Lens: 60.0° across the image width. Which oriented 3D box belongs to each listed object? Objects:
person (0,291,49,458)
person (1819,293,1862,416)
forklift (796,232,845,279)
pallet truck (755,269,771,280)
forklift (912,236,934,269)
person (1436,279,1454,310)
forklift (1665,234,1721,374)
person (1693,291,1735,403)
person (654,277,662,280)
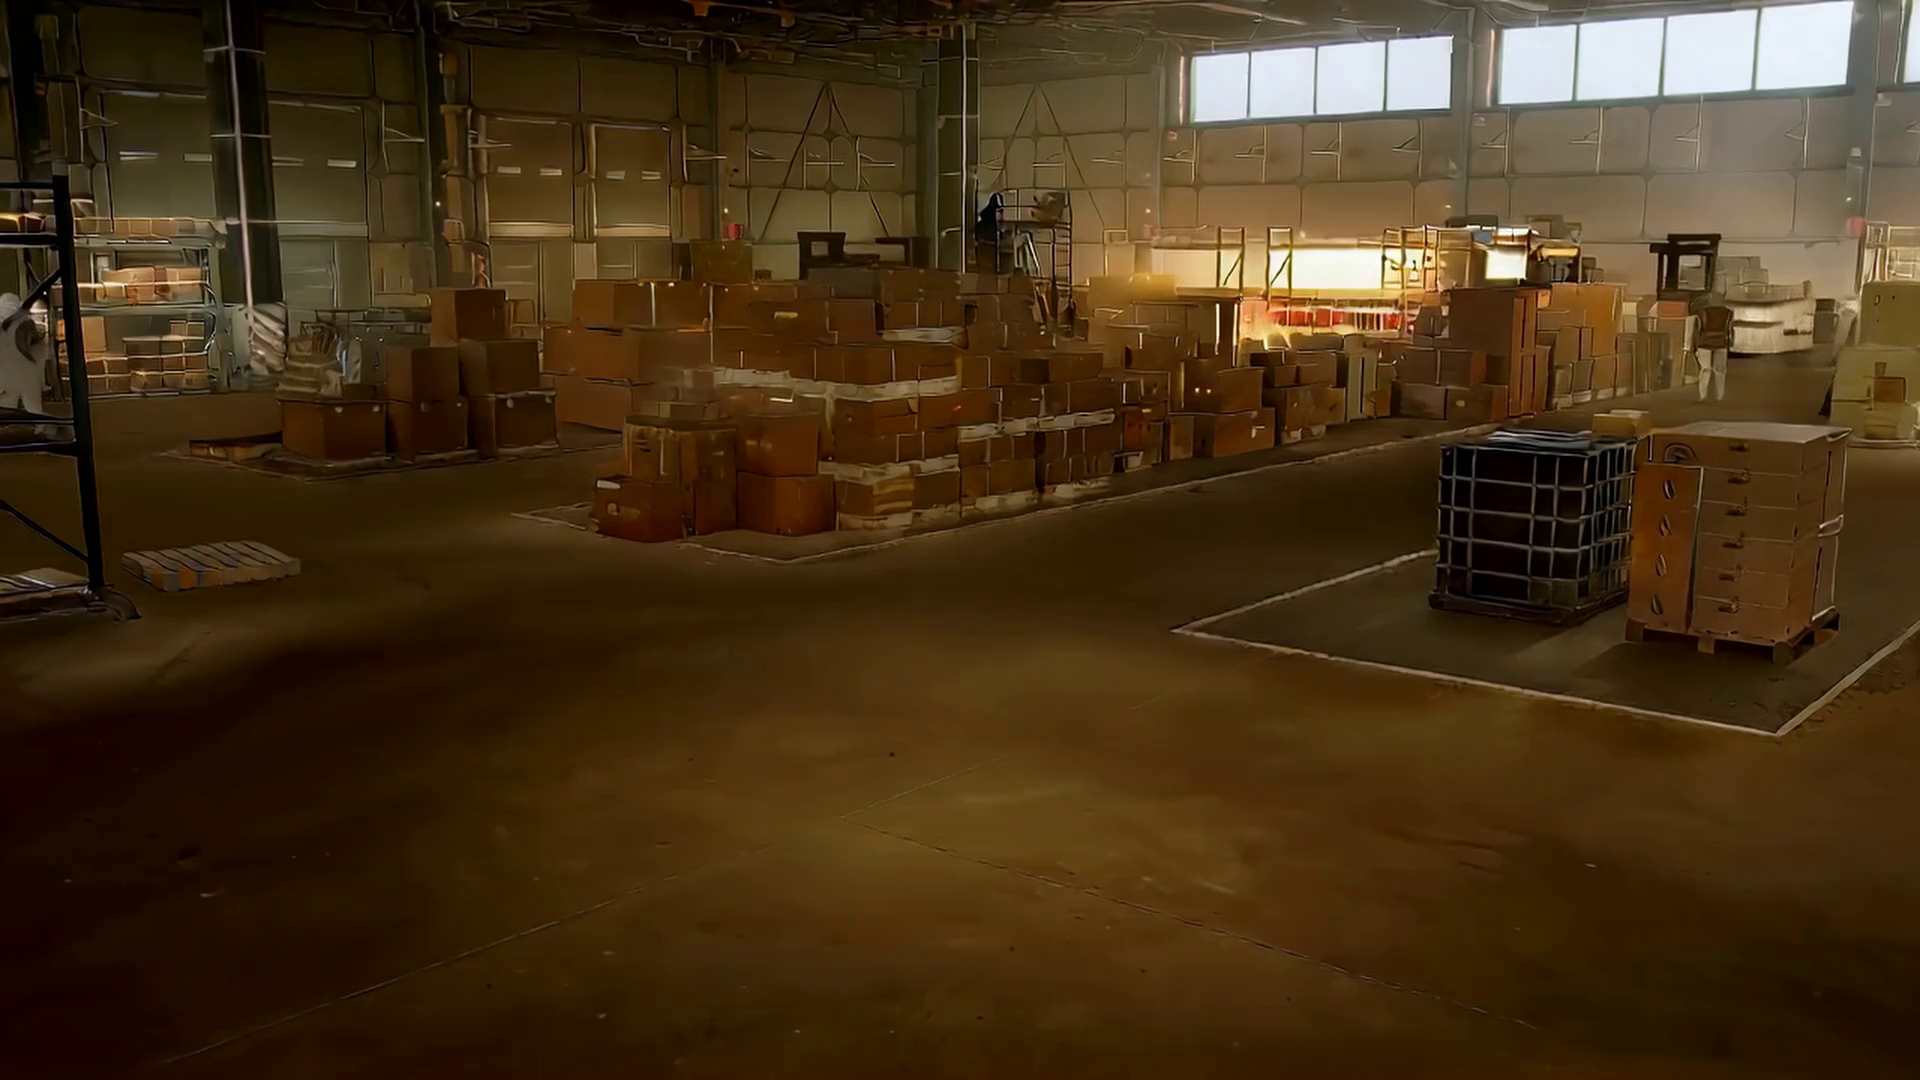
[{"bbox_3d":[-11.518,-2.026,20.317,0.685,2.000,0.535,-2,10,-12],"label":"person"},{"bbox_3d":[13.449,-2.796,25.170,0.734,1.872,0.633,2,10,13],"label":"person"},{"bbox_3d":[-2.553,-4.254,30.612,1.873,2.768,1.129,8,13,40],"label":"forklift"},{"bbox_3d":[-4.996,-6.432,45.525,1.885,1.965,0.823,-6,12,-32],"label":"pallet truck"},{"bbox_3d":[-0.887,-5.765,39.218,1.873,2.768,1.129,1,10,6],"label":"forklift"},{"bbox_3d":[9.717,-4.263,33.365,0.371,1.934,0.627,6,12,31],"label":"person"},{"bbox_3d":[14.498,-4.684,33.062,1.129,2.768,1.873,8,13,40],"label":"forklift"},{"bbox_3d":[12.382,-3.162,27.350,0.622,1.845,0.429,3,10,18],"label":"person"},{"bbox_3d":[-6.514,-4.725,36.023,0.636,1.928,0.384,-5,11,-25],"label":"person"}]
